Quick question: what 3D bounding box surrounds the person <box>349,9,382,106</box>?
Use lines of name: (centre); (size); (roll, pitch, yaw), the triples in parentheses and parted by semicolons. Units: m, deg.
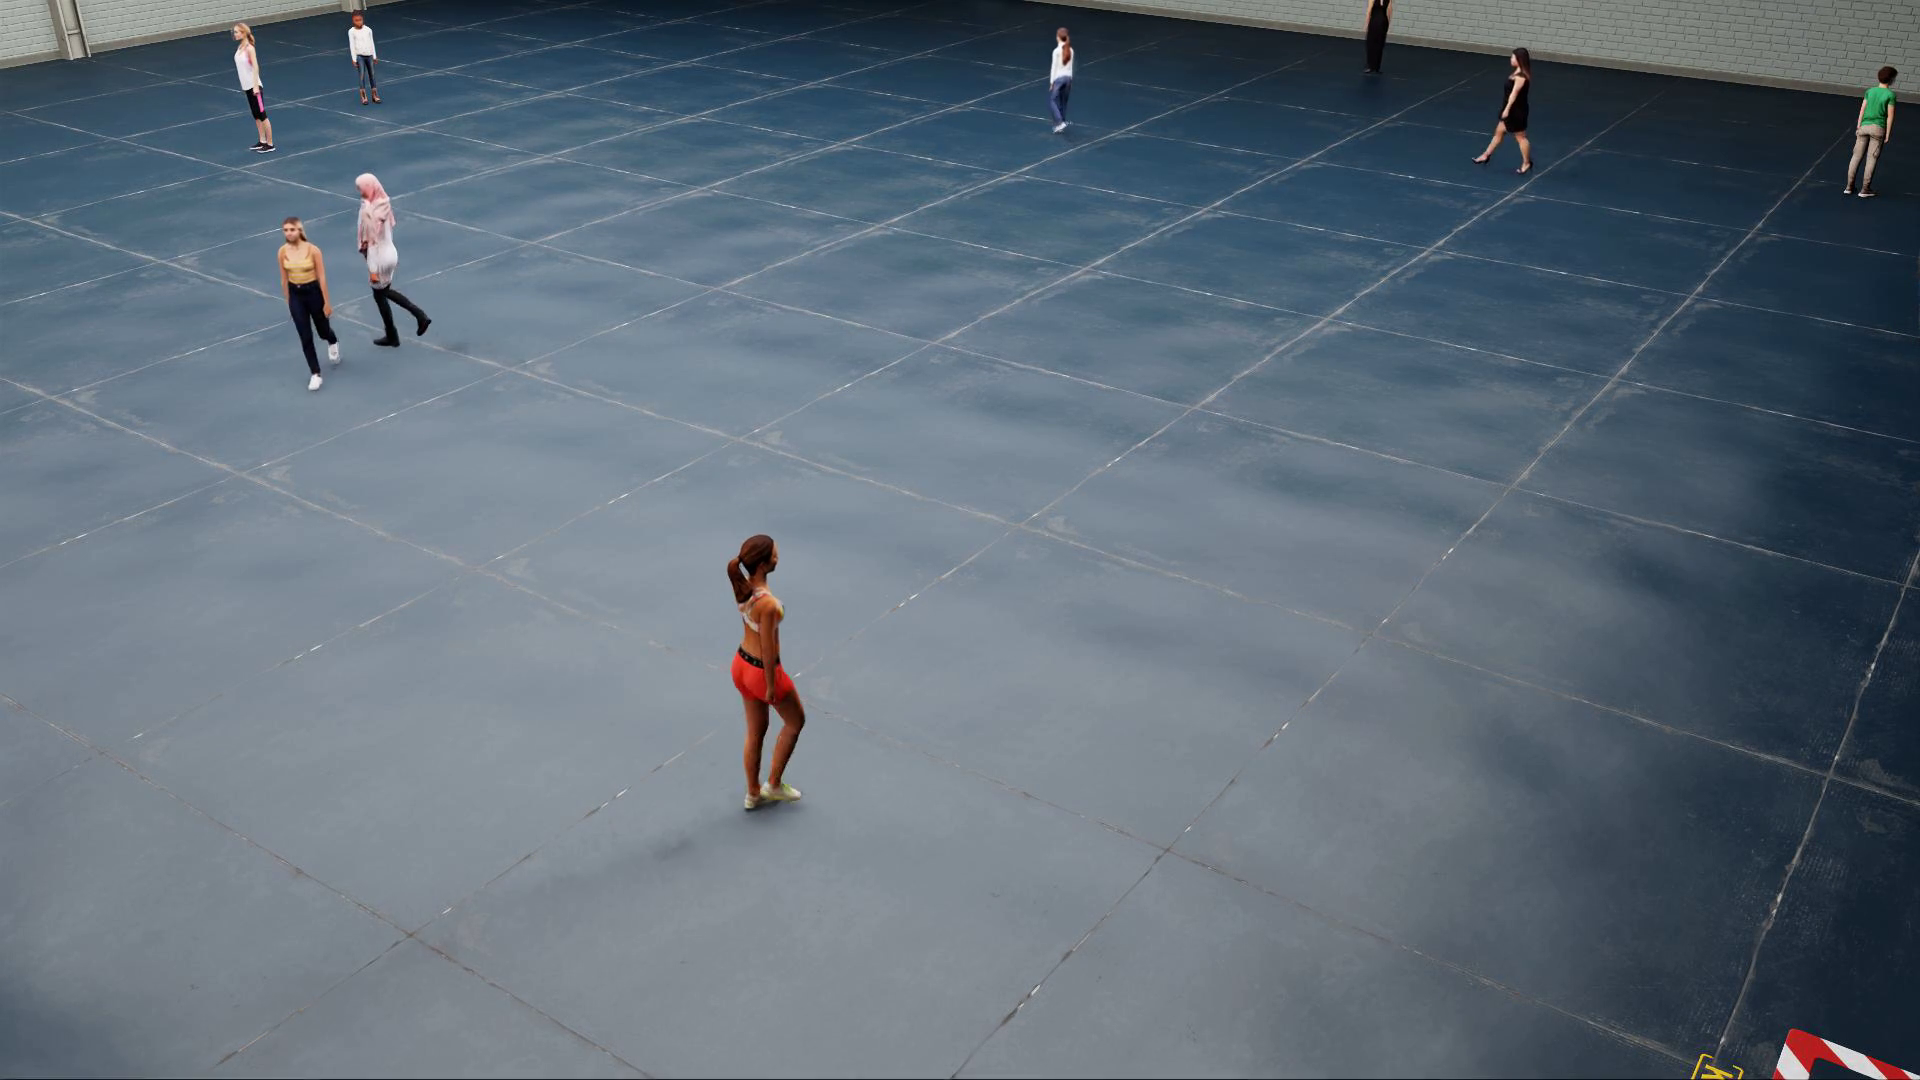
person: (-9.501, -7.715, 26.530); (0.512, 1.453, 0.651); (-17, 32, -30)

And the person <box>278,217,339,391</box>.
person: (-6.182, -2.288, 15.817); (0.932, 1.612, 1.042); (-2, 27, -3)

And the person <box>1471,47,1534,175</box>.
person: (7.600, -5.750, 22.479); (0.930, 1.668, 1.068); (9, 29, 17)

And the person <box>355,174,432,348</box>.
person: (-5.646, -2.749, 16.526); (0.927, 1.783, 0.924); (3, 27, 5)

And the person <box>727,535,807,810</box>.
person: (-1.229, 0.808, 9.625); (0.681, 1.776, 0.643); (-20, 34, -34)

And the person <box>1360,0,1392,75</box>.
person: (7.174, -8.814, 28.514); (0.714, 1.591, 0.782); (1, 27, 1)

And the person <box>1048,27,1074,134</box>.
person: (1.526, -6.768, 24.589); (0.804, 1.546, 0.798); (-13, 30, -24)

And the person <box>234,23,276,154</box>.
person: (-10.074, -6.455, 23.717); (0.582, 1.788, 0.640); (-24, 36, -38)

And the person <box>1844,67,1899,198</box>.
person: (11.897, -5.332, 21.687); (0.625, 1.651, 0.655); (-19, 33, -32)
